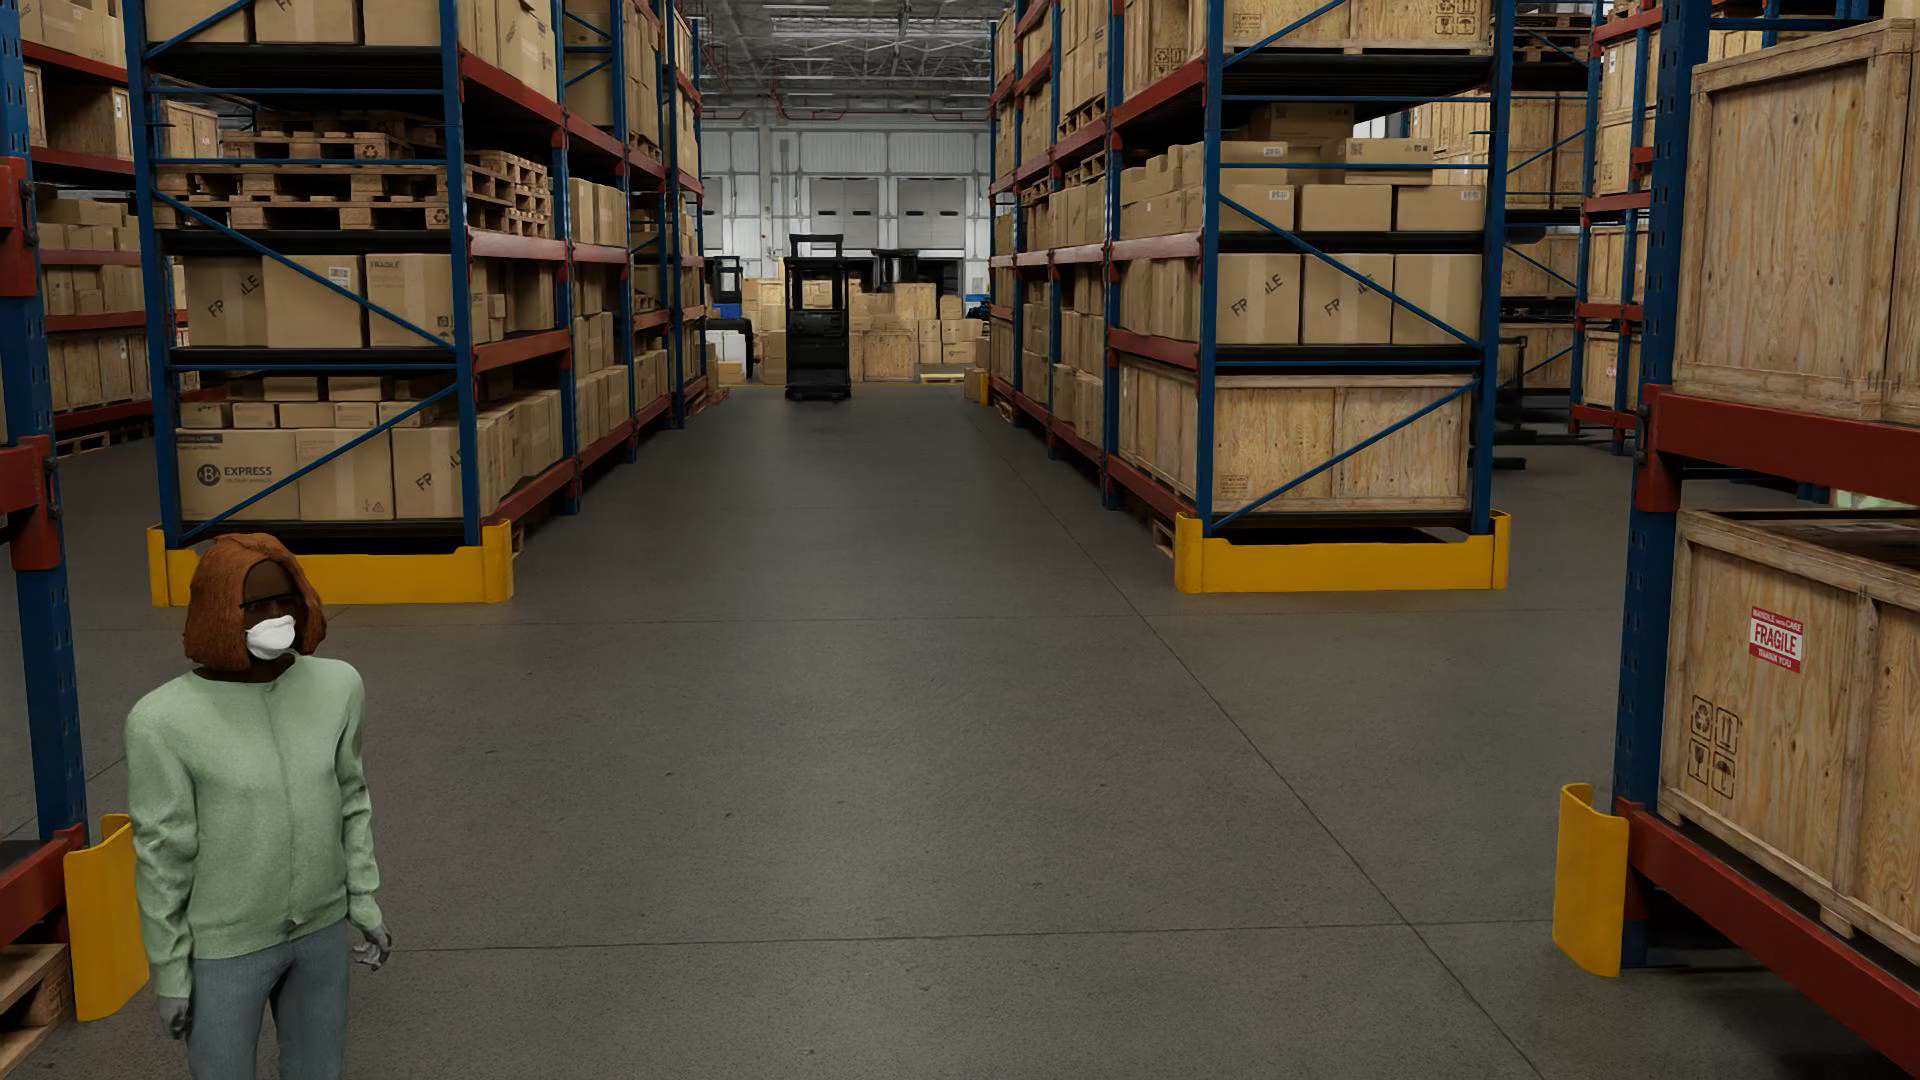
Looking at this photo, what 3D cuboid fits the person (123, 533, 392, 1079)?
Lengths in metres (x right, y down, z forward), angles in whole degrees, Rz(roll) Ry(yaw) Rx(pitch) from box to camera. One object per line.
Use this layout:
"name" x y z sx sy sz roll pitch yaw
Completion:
"person" -1.354 0.791 3.270 0.280 1.633 0.503 6 11 33

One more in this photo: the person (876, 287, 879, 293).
"person" -3.060 -8.717 62.758 0.318 1.698 0.539 -3 10 -19

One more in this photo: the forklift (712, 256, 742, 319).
"forklift" -8.481 -8.973 60.670 1.129 2.768 1.873 -1 9 -4

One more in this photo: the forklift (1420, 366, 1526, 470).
"forklift" 5.081 -2.185 18.052 1.873 2.768 1.129 -1 9 -4

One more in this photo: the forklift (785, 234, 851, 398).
"forklift" -2.476 -3.918 28.932 1.129 2.768 1.873 -1 9 -4

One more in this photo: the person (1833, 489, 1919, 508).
"person" 3.167 0.304 5.837 1.002 1.787 0.588 0 9 2

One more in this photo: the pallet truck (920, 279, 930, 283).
"pallet truck" -0.932 -8.922 63.114 1.885 1.965 0.823 2 9 13

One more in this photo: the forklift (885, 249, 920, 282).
"forklift" -1.572 -6.537 45.376 1.129 2.768 1.873 3 9 16
